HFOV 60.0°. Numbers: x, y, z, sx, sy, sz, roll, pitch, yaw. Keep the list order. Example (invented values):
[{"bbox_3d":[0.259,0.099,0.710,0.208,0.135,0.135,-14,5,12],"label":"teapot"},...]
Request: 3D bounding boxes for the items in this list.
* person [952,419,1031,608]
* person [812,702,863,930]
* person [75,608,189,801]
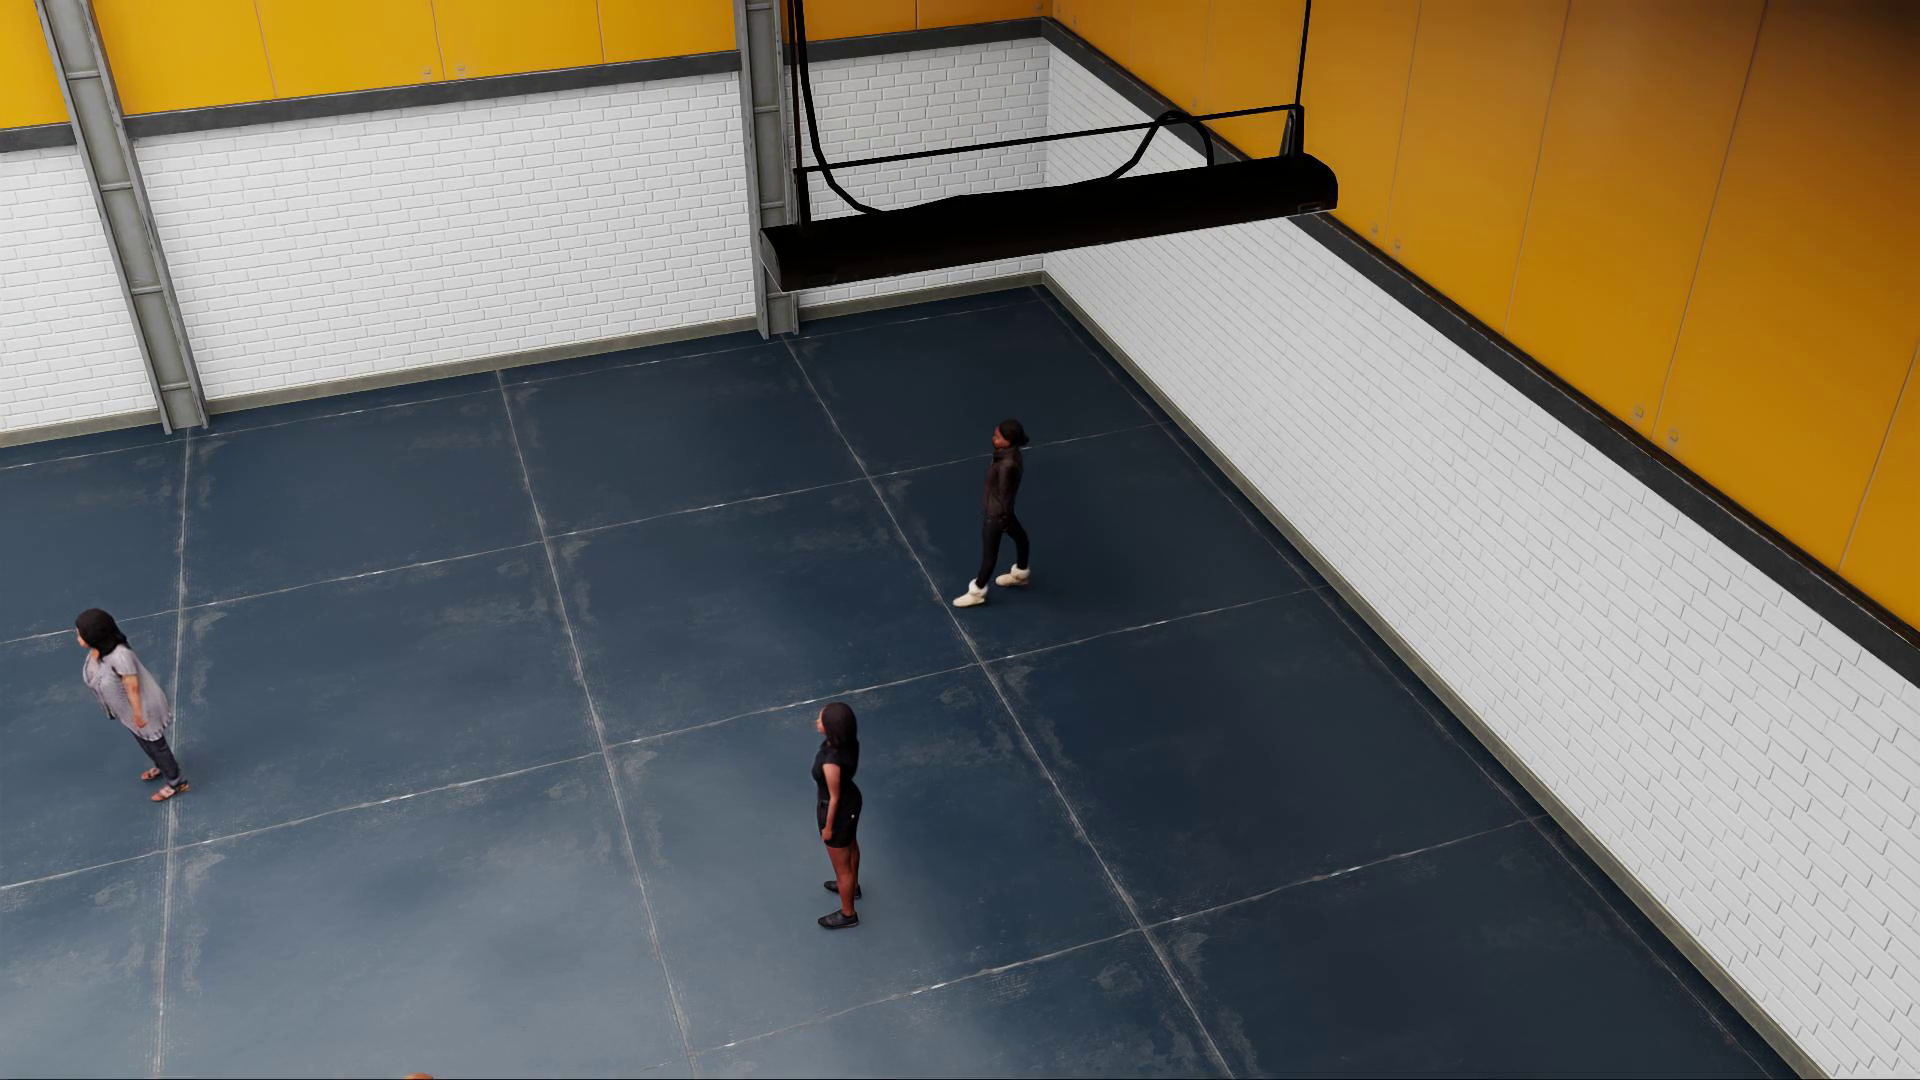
[{"bbox_3d":[0.309,-0.235,13.539,0.973,1.647,0.843,-1,34,-1],"label":"person"},{"bbox_3d":[-0.761,1.718,10.516,0.658,1.741,0.667,2,34,3],"label":"person"},{"bbox_3d":[-5.742,1.100,11.573,0.777,1.599,0.738,-24,40,-31],"label":"person"}]
